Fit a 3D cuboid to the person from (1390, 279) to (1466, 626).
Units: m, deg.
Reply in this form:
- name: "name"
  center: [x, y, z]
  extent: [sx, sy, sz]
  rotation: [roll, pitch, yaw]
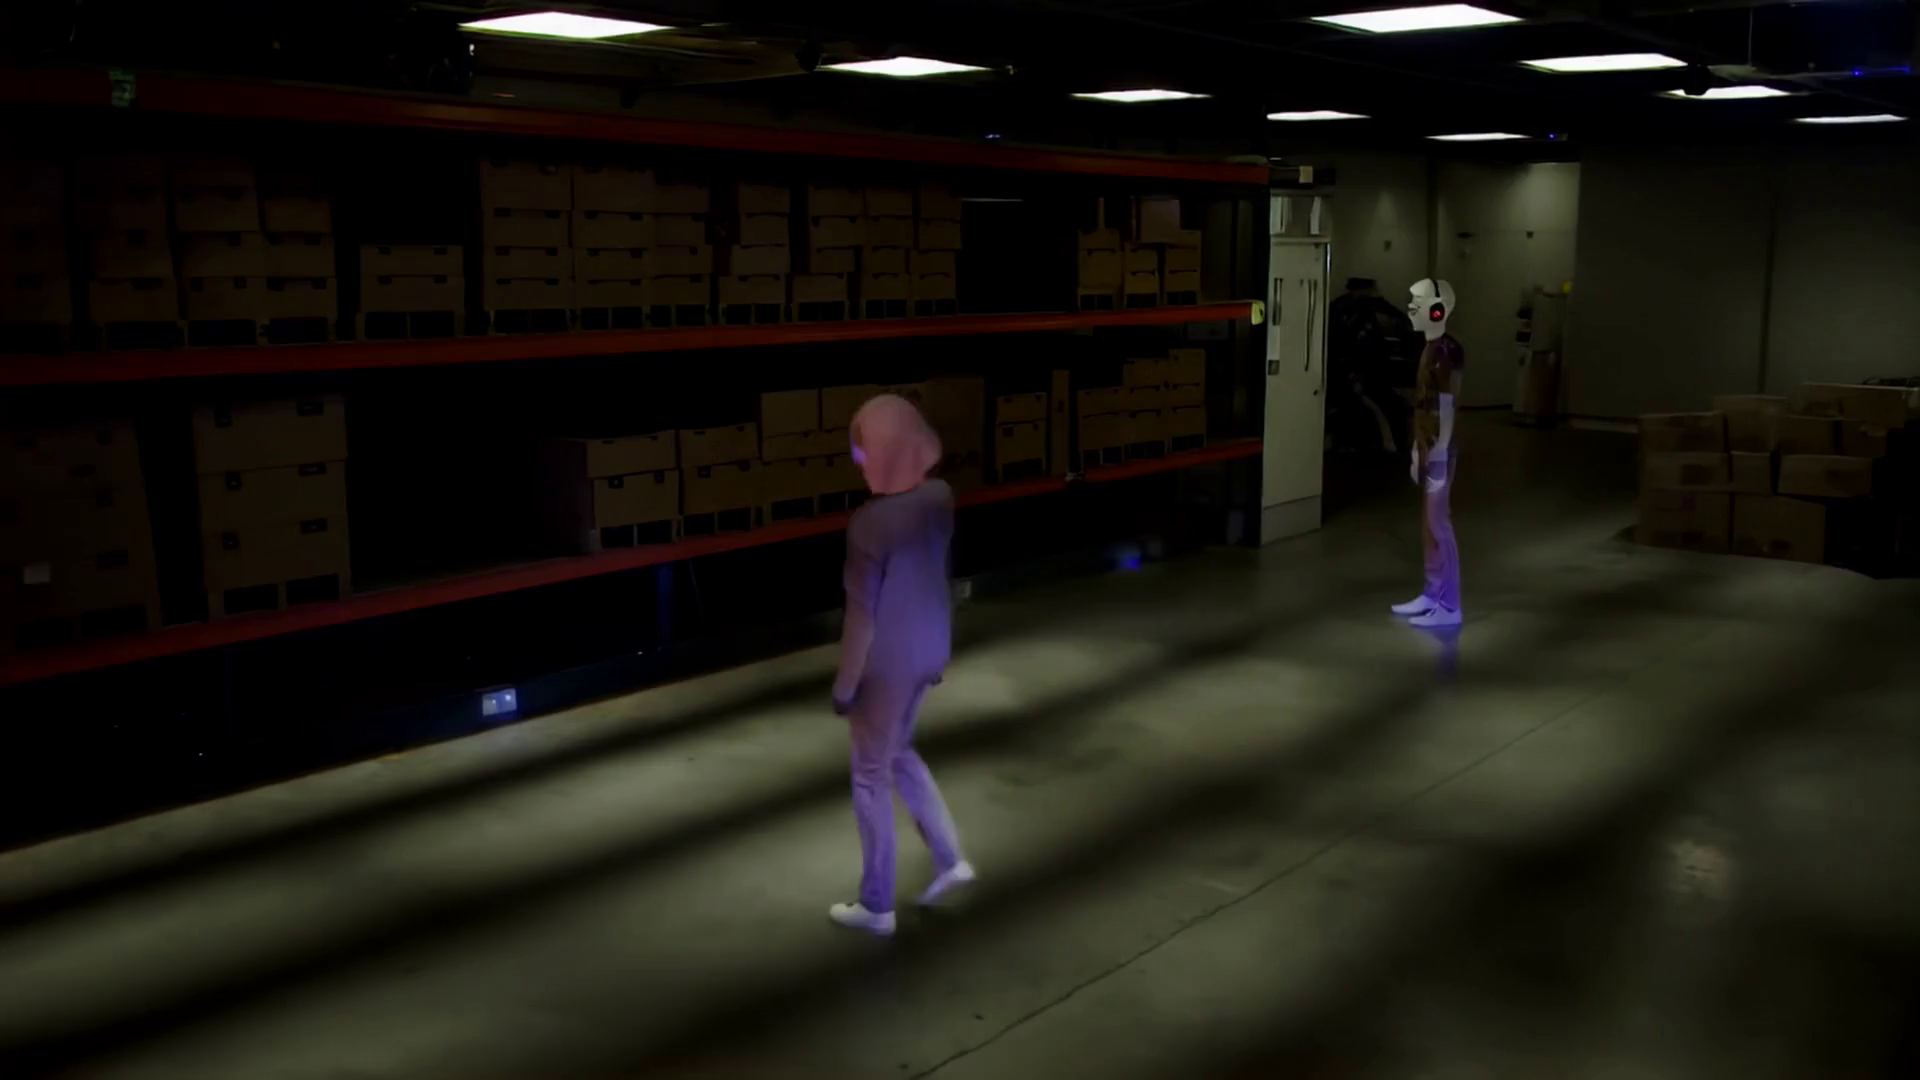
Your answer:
- name: "person"
  center: [2.546, -0.465, 8.948]
  extent: [0.335, 1.859, 0.501]
  rotation: [0, 10, 0]

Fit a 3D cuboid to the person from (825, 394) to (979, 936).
- name: "person"
  center: [-0.210, 0.369, 4.850]
  extent: [0.357, 1.612, 0.532]
  rotation: [6, 12, 32]
